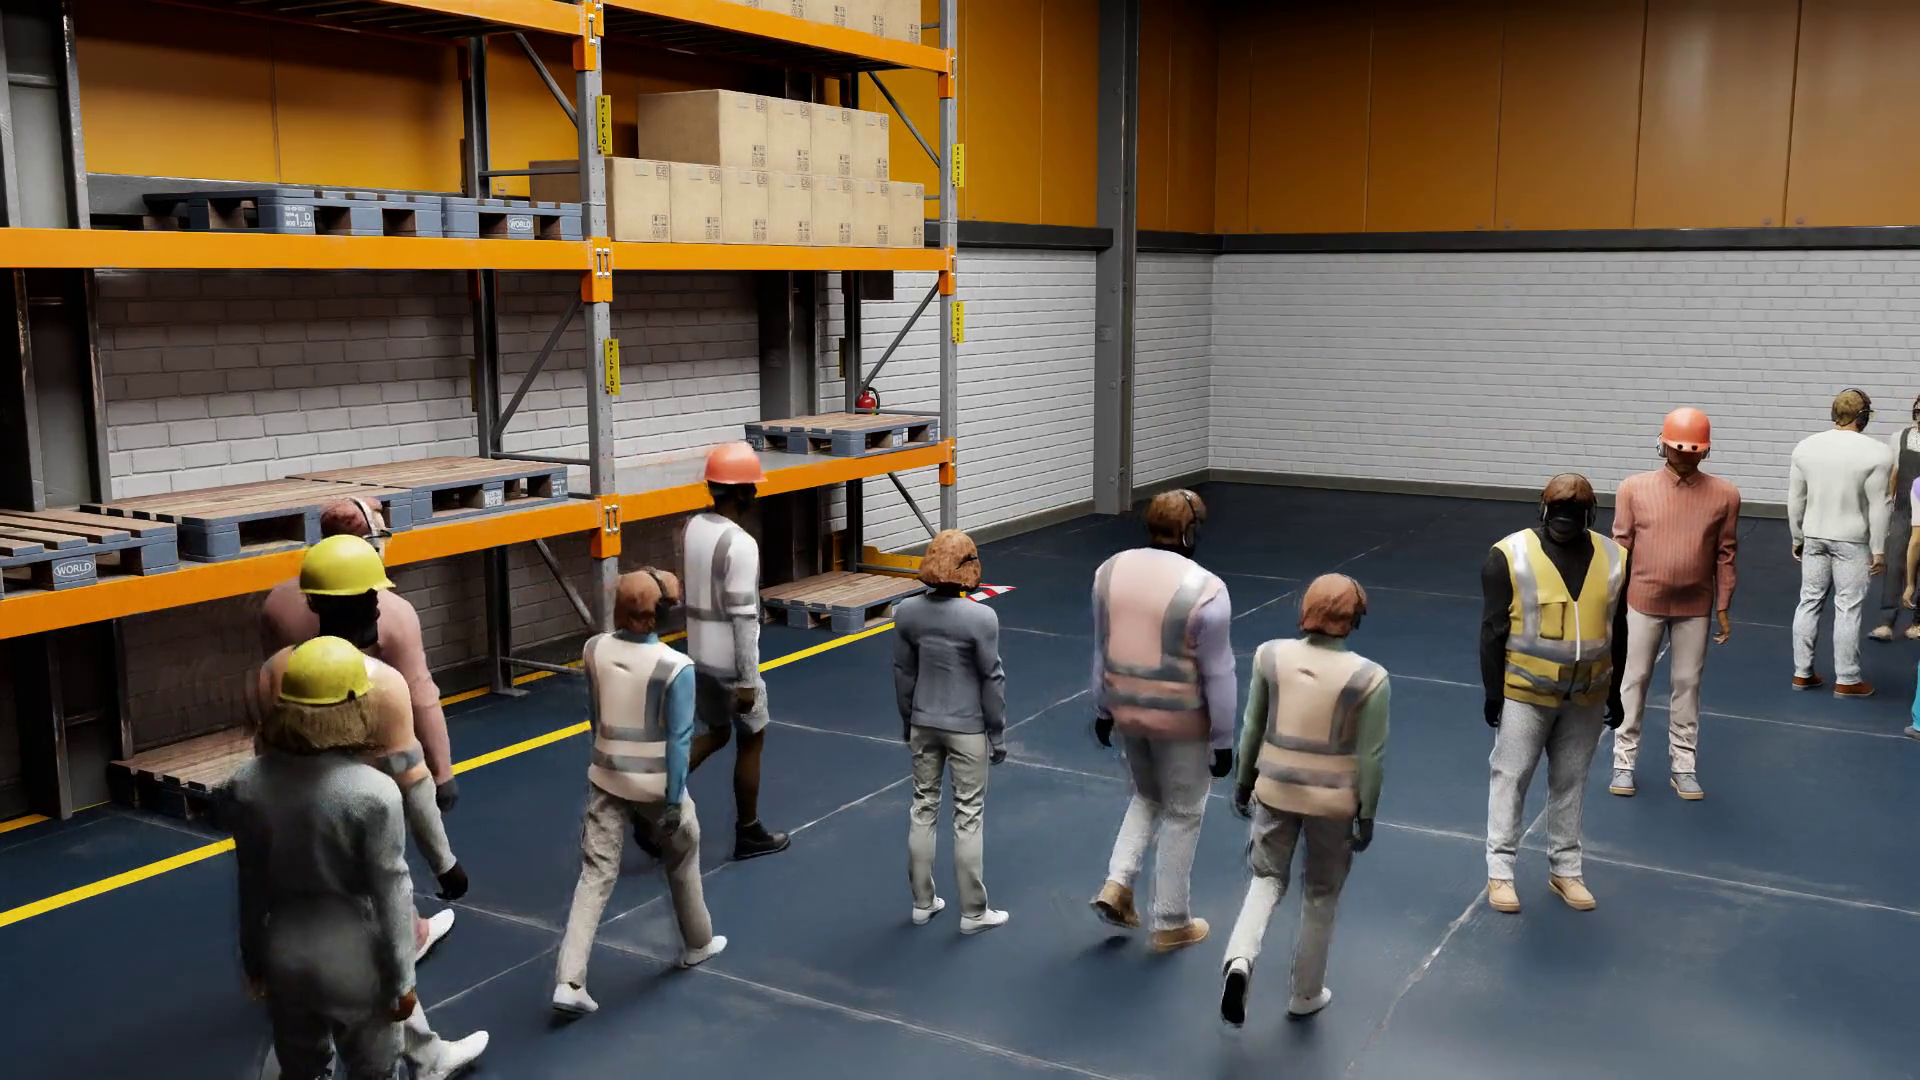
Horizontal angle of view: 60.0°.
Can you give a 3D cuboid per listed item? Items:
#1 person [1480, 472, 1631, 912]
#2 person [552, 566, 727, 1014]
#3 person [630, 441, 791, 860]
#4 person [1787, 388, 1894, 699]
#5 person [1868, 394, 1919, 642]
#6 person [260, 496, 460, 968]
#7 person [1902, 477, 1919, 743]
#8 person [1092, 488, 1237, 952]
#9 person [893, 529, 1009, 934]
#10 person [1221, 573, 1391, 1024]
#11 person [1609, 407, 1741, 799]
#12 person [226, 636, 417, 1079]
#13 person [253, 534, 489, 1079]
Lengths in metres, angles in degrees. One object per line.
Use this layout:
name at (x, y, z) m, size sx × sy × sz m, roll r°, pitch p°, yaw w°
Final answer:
person at (2.473, 0.631, 6.916) m, size 0.624 × 1.841 × 0.430 m, roll 0°, pitch 9°, yaw -3°
person at (-1.196, 0.890, 6.061) m, size 0.505 × 1.593 × 0.886 m, roll 4°, pitch 10°, yaw 22°
person at (-1.094, 0.521, 7.357) m, size 0.685 × 1.921 × 0.569 m, roll -7°, pitch 12°, yaw -39°
person at (5.498, 0.018, 10.428) m, size 0.374 × 1.939 × 0.629 m, roll -6°, pitch 11°, yaw -33°
person at (6.791, -0.147, 11.831) m, size 0.837 × 1.814 × 0.547 m, roll -9°, pitch 13°, yaw -44°
person at (-2.073, 0.769, 5.967) m, size 0.684 × 1.862 × 0.955 m, roll 5°, pitch 10°, yaw 26°
person at (5.578, 0.247, 9.272) m, size 0.567 × 1.850 × 0.389 m, roll 3°, pitch 10°, yaw 20°
person at (0.809, 0.705, 6.485) m, size 0.450 × 1.824 × 0.656 m, roll -9°, pitch 13°, yaw -43°
person at (-0.035, 0.766, 6.704) m, size 0.497 × 1.634 × 0.278 m, roll 6°, pitch 11°, yaw 32°
person at (1.166, 0.925, 5.735) m, size 0.554 × 1.618 × 0.573 m, roll 6°, pitch 11°, yaw 32°
person at (3.584, 0.319, 8.394) m, size 0.608 × 1.989 × 0.386 m, roll 2°, pitch 9°, yaw 13°
person at (-1.650, 1.104, 4.300) m, size 0.505 × 1.728 × 0.508 m, roll 2°, pitch 9°, yaw 10°
person at (-1.827, 0.922, 4.976) m, size 0.590 × 1.876 × 0.998 m, roll 7°, pitch 11°, yaw 36°
